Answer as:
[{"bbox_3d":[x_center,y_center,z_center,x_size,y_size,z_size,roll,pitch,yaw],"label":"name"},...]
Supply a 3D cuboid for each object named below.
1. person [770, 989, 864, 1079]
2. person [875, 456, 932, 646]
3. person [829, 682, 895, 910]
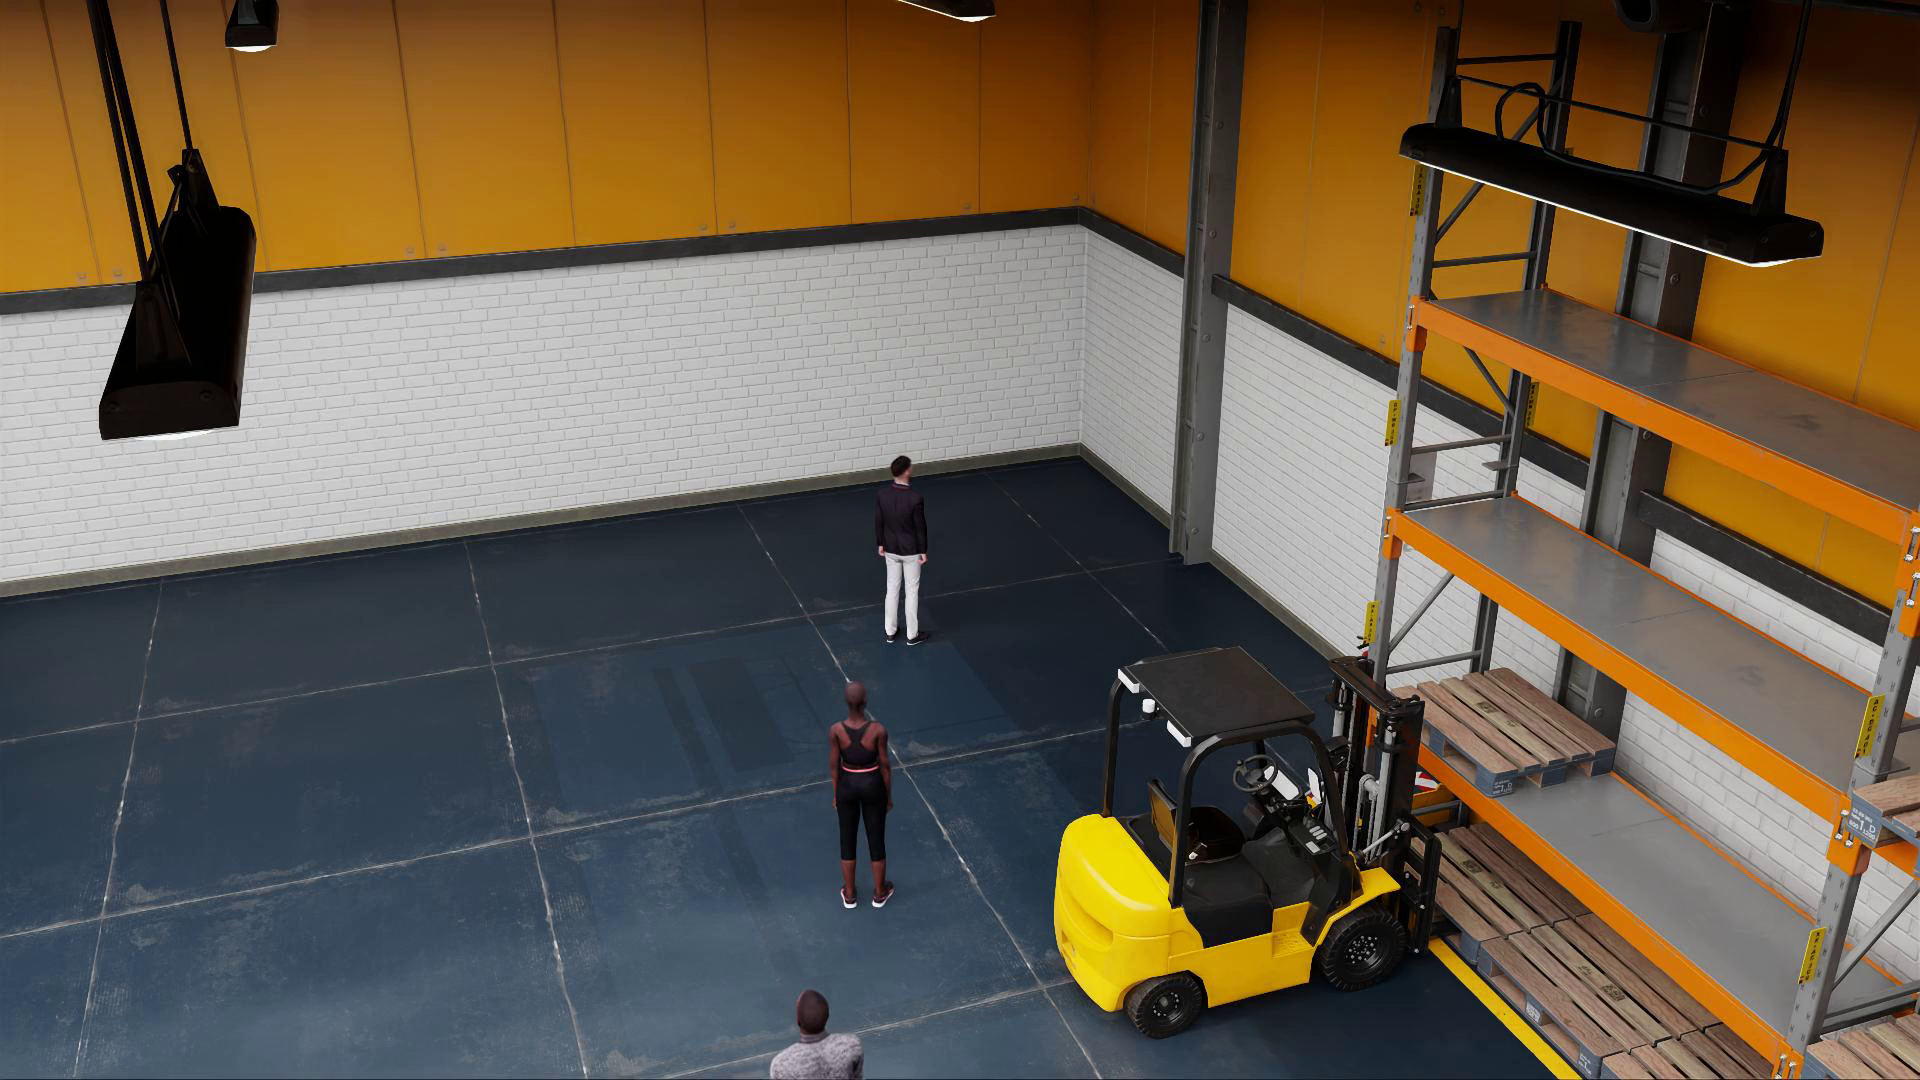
[{"bbox_3d":[-0.724,3.099,8.602,0.709,1.838,0.590,-12,26,-26],"label":"person"},{"bbox_3d":[-0.543,0.093,15.477,0.718,1.840,0.780,11,26,23],"label":"person"},{"bbox_3d":[-0.701,1.790,11.691,0.658,1.763,0.651,1,24,2],"label":"person"}]
